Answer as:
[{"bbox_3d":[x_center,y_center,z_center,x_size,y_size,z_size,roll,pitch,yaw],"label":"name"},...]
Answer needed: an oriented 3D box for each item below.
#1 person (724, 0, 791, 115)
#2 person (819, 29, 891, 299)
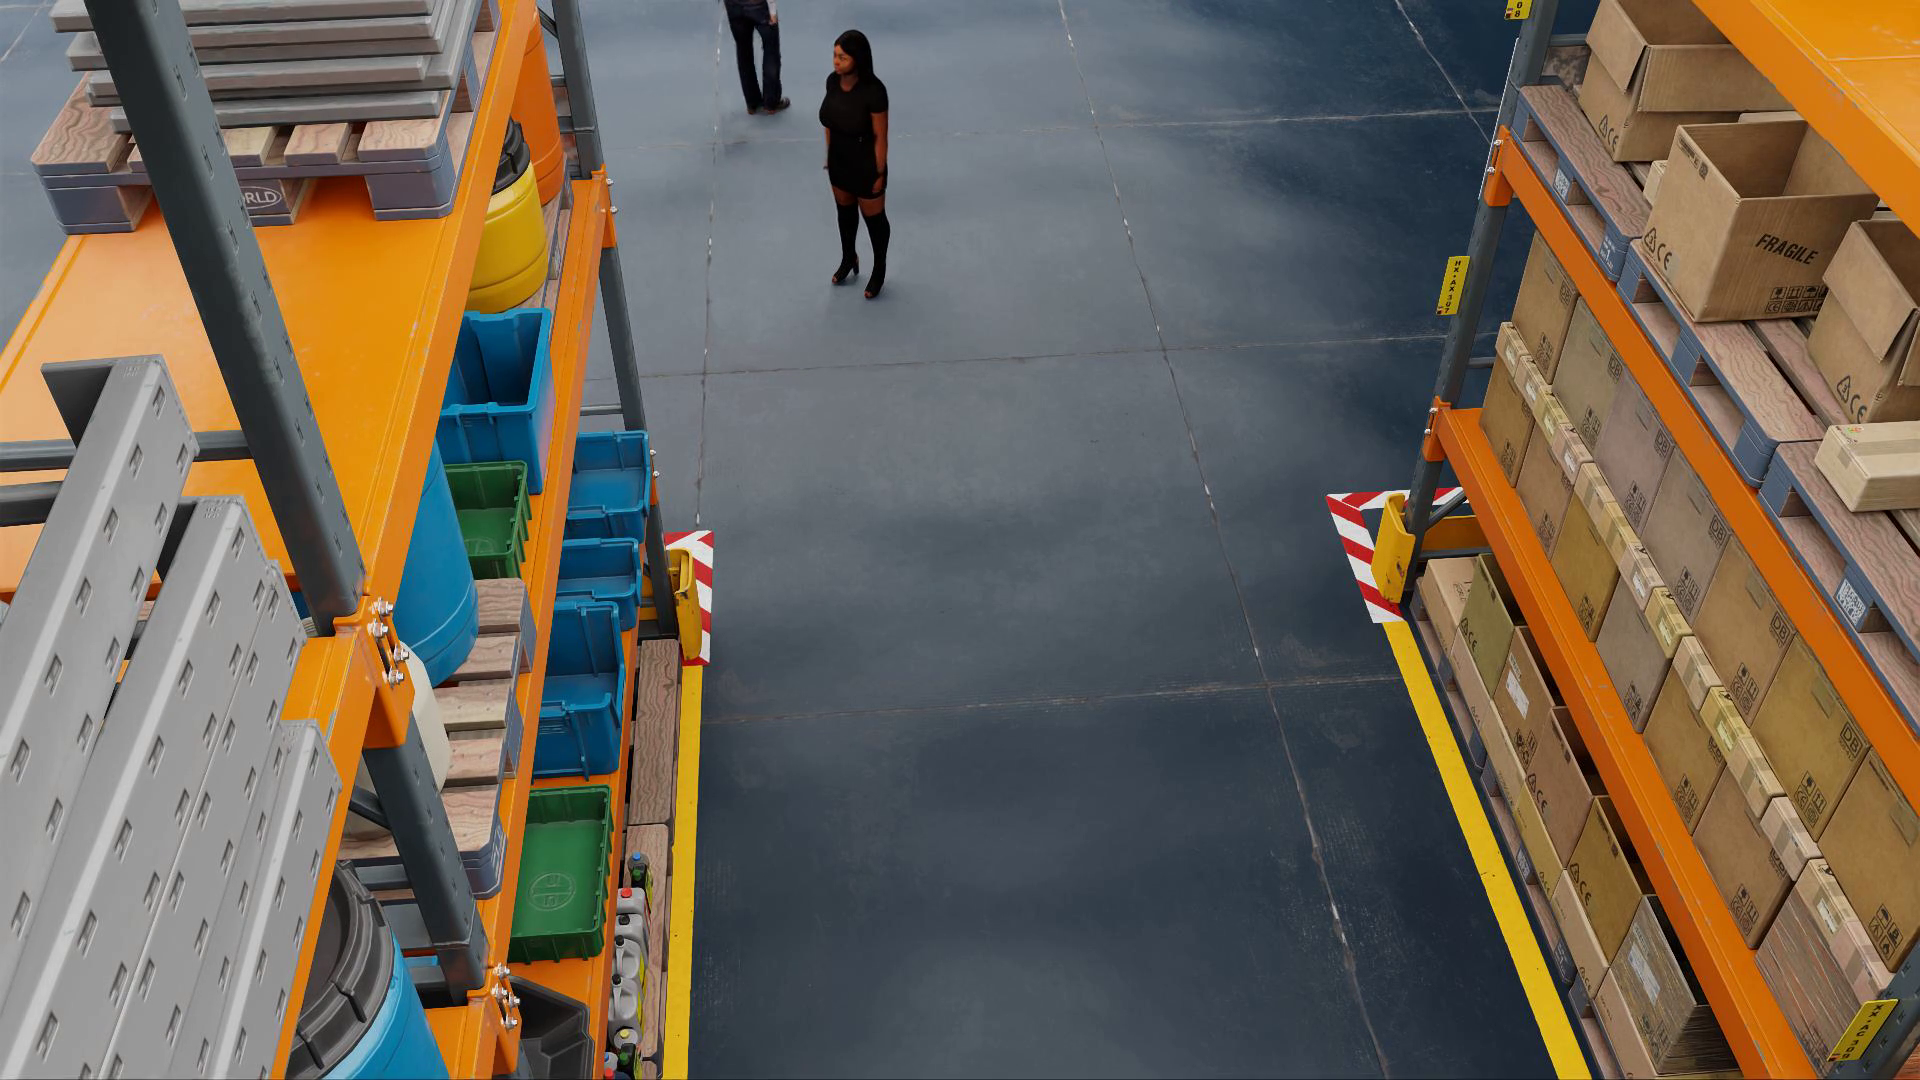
[{"bbox_3d":[-1.638,-4.088,12.678,0.763,1.814,0.755,15,44,16],"label":"person"},{"bbox_3d":[-0.667,-2.448,10.841,0.750,1.855,0.809,30,50,29],"label":"person"}]
